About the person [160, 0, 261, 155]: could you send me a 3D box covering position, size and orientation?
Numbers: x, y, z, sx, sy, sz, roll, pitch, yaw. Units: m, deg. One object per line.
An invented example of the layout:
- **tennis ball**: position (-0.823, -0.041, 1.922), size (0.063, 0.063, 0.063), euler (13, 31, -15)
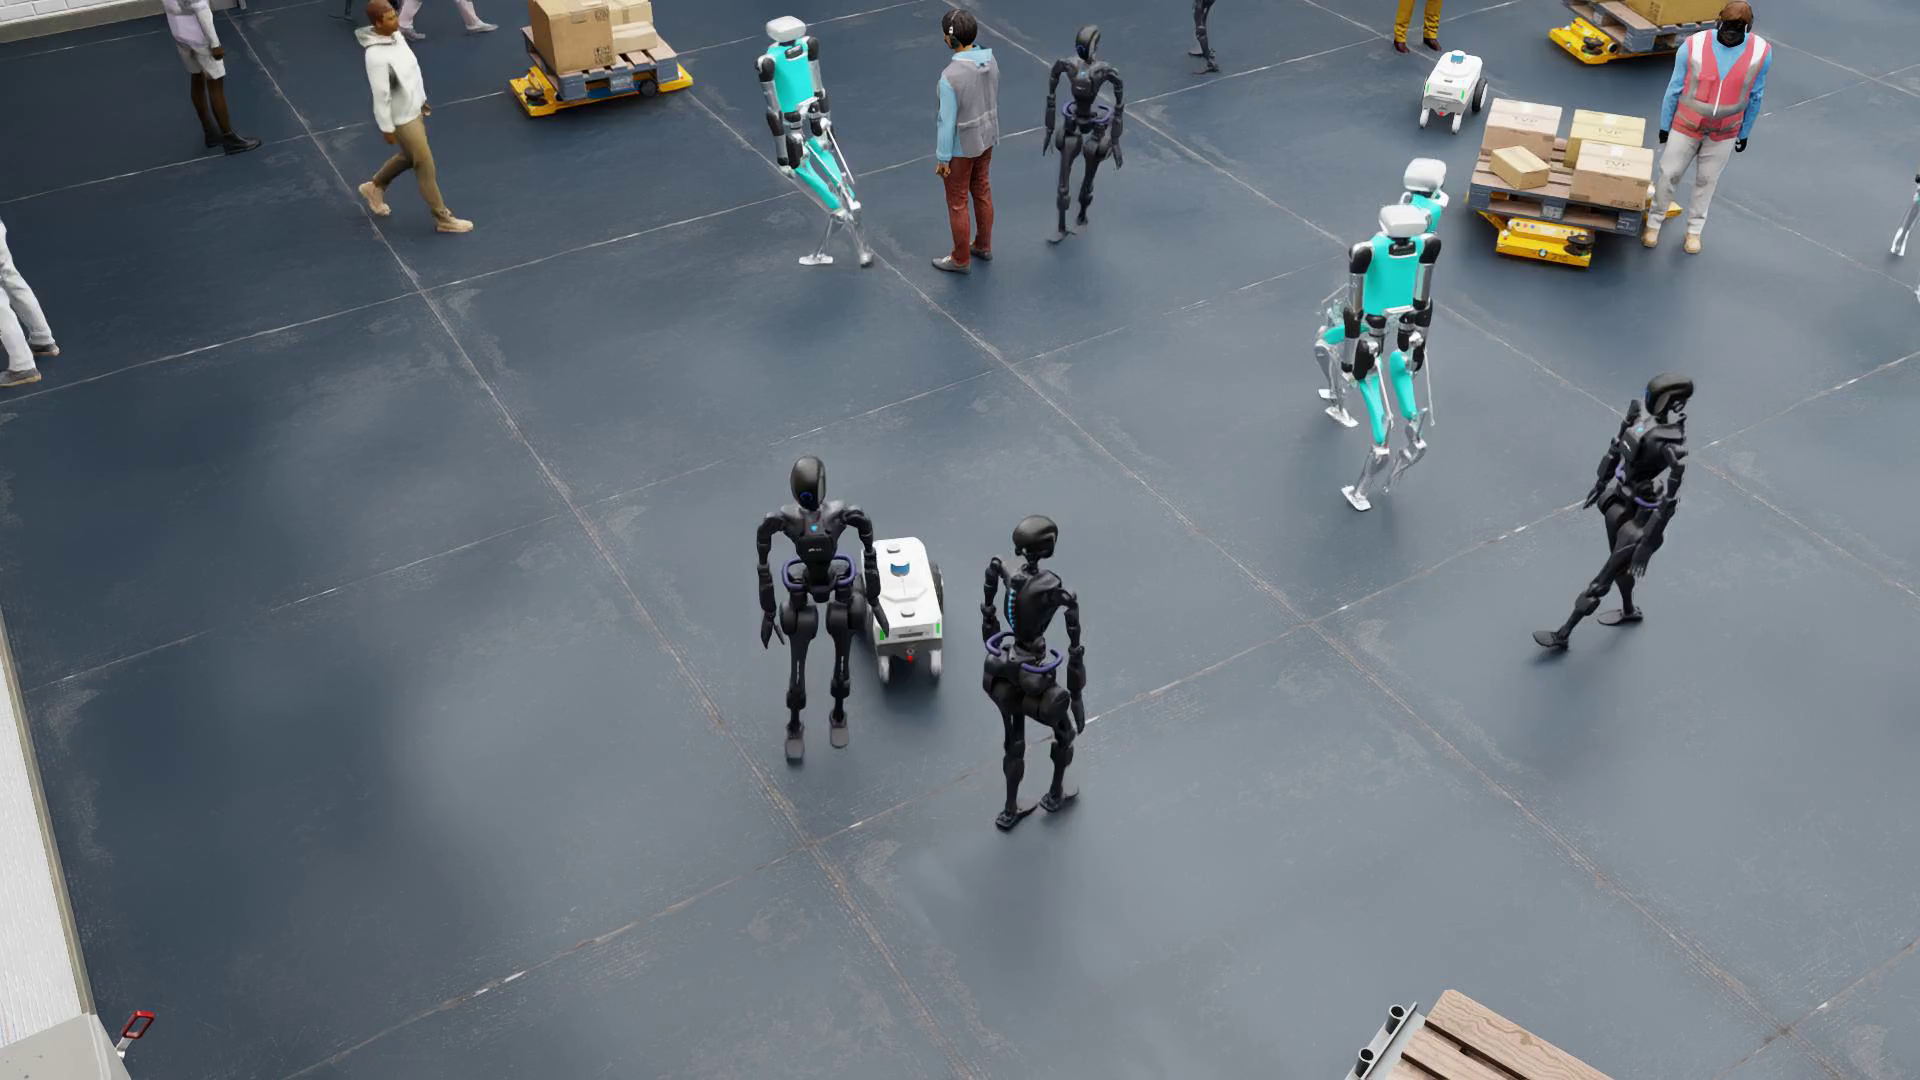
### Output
- **person**: position (-5.927, -3.960, 12.949), size (0.550, 1.932, 0.375), euler (25, 45, 28)

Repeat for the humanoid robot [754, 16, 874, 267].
- **humanoid robot**: position (-0.905, -2.647, 11.451), size (0.878, 1.770, 0.587), euler (28, 46, 31)

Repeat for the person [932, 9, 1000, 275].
- **person**: position (0.049, -2.704, 11.419), size (0.419, 1.870, 0.543), euler (26, 45, 29)

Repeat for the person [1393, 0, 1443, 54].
- **person**: position (4.161, -5.161, 14.616), size (0.528, 1.750, 0.344), euler (-8, 39, -10)

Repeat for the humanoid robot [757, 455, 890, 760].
- **humanoid robot**: position (-0.636, 0.315, 7.757), size (0.612, 1.656, 0.360), euler (-5, 39, -6)

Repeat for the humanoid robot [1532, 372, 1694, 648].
- **humanoid robot**: position (3.324, -0.150, 8.367), size (0.744, 1.628, 0.596), euler (-7, 39, -9)

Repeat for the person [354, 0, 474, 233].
- **person**: position (-4.051, -3.036, 11.935), size (0.787, 1.739, 0.522), euler (1, 38, 1)

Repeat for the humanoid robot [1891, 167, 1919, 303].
- **humanoid robot**: position (6.815, -2.562, 11.382), size (0.535, 1.783, 0.996), euler (15, 41, 18)

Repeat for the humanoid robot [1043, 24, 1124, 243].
- **humanoid robot**: position (0.886, -2.904, 11.844), size (0.609, 1.639, 0.421), euler (12, 40, 15)

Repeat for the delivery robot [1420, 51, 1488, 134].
- **delivery robot**: position (4.089, -3.769, 13.815), size (0.499, 0.592, 0.774), euler (16, 41, 19)

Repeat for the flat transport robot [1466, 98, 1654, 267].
- **flat transport robot**: position (4.433, -2.491, 12.435), size (0.659, 0.231, 1.431), euler (13, 40, 16)

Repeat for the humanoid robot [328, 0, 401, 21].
- **humanoid robot**: position (-5.480, -5.439, 15.045), size (0.713, 1.635, 0.588), euler (-20, 43, -24)

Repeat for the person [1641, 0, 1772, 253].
- **person**: position (5.237, -2.898, 11.694), size (0.629, 1.837, 0.431), euler (11, 40, 13)

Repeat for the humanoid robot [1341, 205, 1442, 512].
- **humanoid robot**: position (2.456, -0.906, 9.279), size (0.530, 1.800, 0.813), euler (-11, 40, -13)

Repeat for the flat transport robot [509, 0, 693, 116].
- **flat transport robot**: position (-3.088, -3.971, 14.303), size (1.431, 0.231, 0.659), euler (-17, 42, -21)

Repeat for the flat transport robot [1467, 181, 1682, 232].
- **flat transport robot**: position (4.637, -2.570, 12.535), size (1.431, 0.231, 0.659), euler (-10, 39, -12)

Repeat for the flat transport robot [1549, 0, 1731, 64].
- **flat transport robot**: position (6.160, -4.582, 15.074), size (1.431, 0.231, 0.659), euler (-9, 39, -11)

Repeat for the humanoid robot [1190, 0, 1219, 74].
- **humanoid robot**: position (2.115, -4.850, 14.288), size (0.386, 1.639, 0.636), euler (1, 38, 2)

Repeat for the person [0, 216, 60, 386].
- **person**: position (-6.117, -1.848, 10.334), size (0.350, 1.881, 0.584), euler (-4, 39, -5)

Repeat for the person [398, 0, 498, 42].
- **person**: position (-4.743, -5.327, 14.773), size (0.902, 1.807, 0.575), euler (-20, 43, -23)

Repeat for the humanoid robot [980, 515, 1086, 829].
- **humanoid robot**: position (0.312, 0.601, 7.407), size (0.589, 1.649, 0.427), euler (27, 46, 30)

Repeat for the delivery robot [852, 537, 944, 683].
- **delivery robot**: position (-0.307, 0.315, 8.639), size (0.499, 0.563, 0.738), euler (-6, 39, -8)

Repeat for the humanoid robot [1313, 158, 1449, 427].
- **humanoid robot**: position (2.402, -1.481, 9.973), size (0.791, 1.771, 0.547), euler (13, 40, 15)
